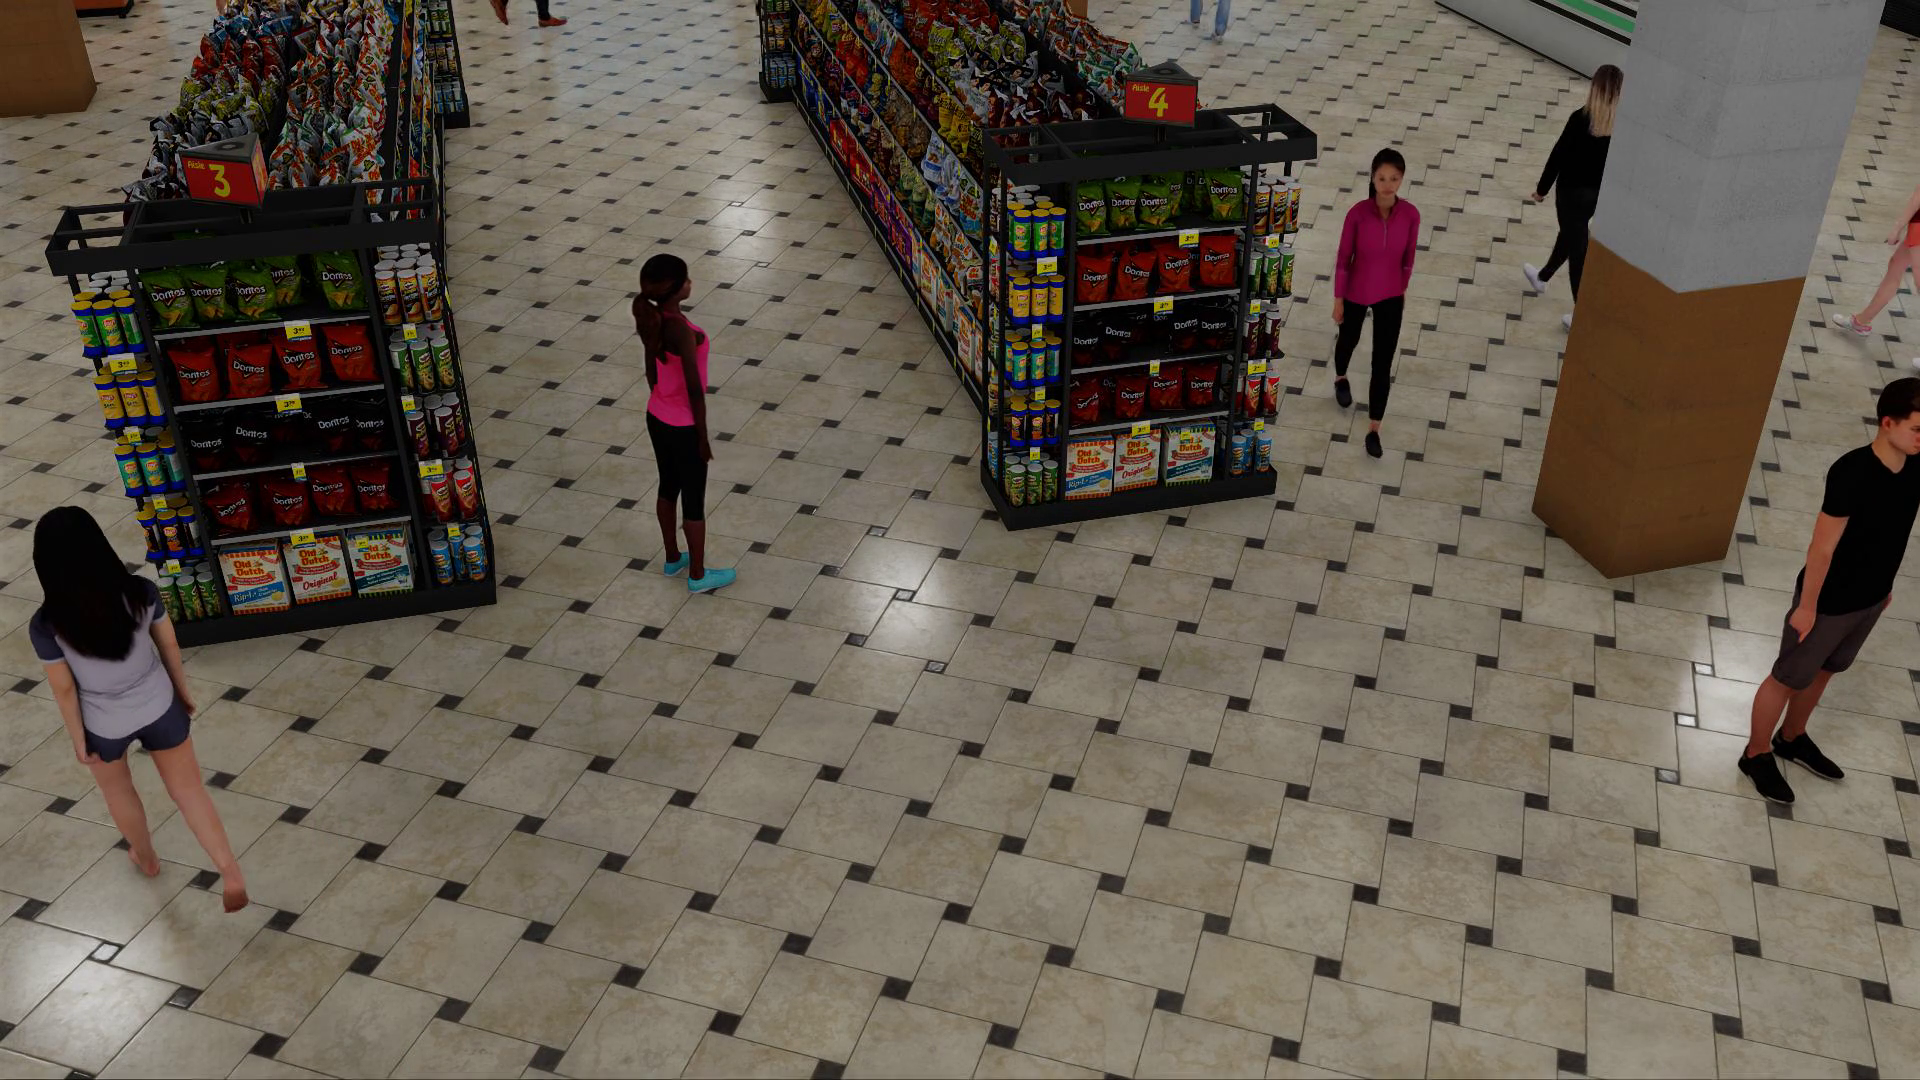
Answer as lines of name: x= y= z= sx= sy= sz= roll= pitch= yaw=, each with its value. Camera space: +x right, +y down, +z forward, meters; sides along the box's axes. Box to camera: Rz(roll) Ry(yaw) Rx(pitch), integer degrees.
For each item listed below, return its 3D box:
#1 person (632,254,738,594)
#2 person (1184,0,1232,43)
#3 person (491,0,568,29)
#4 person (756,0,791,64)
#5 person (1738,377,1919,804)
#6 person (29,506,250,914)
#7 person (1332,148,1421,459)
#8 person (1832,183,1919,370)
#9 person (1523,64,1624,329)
person: x=-1.350 y=-0.553 z=7.943 sx=0.698 sy=1.723 sz=0.601 roll=-23 pitch=39 yaw=-32
person: x=2.557 y=-5.817 z=16.311 sx=0.767 sy=1.821 sz=1.016 roll=-5 pitch=32 yaw=-7
person: x=-4.437 y=-6.019 z=16.652 sx=0.919 sy=1.803 sz=0.985 roll=-18 pitch=36 yaw=-26
person: x=-1.614 y=-5.253 z=15.520 sx=0.653 sy=1.698 sz=0.543 roll=-8 pitch=33 yaw=-12
person: x=3.517 y=0.182 z=6.630 sx=0.732 sy=1.861 sz=0.643 roll=-15 pitch=35 yaw=-23
person: x=-2.974 y=0.671 z=6.015 sx=0.913 sy=1.681 sz=1.115 roll=-27 pitch=41 yaw=-36
person: x=2.284 y=-1.386 z=9.351 sx=0.854 sy=1.649 sz=1.210 roll=2 pitch=32 yaw=3
person: x=5.916 y=-1.837 z=10.021 sx=0.721 sy=1.707 sz=1.176 roll=-14 pitch=34 yaw=-21
person: x=3.969 y=-2.107 z=10.523 sx=0.602 sy=1.635 sz=1.117 roll=-8 pitch=33 yaw=-13
